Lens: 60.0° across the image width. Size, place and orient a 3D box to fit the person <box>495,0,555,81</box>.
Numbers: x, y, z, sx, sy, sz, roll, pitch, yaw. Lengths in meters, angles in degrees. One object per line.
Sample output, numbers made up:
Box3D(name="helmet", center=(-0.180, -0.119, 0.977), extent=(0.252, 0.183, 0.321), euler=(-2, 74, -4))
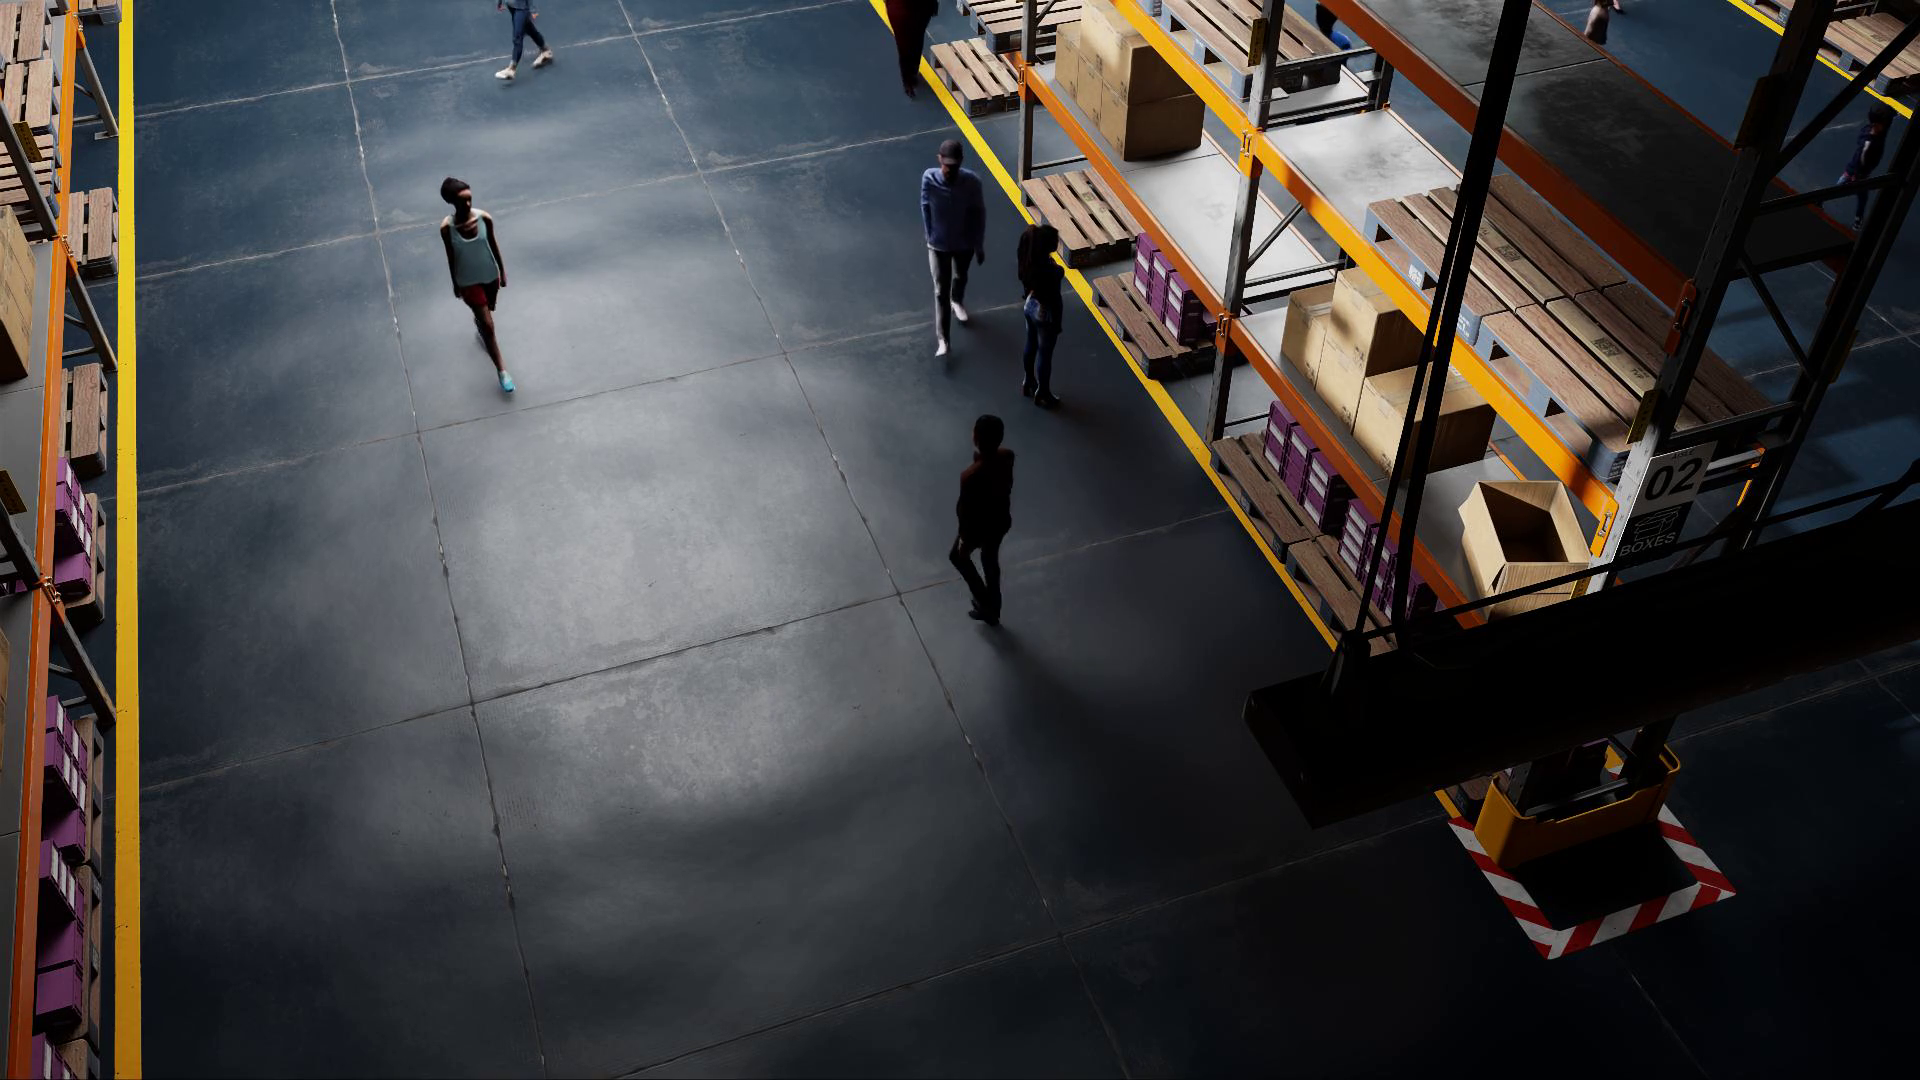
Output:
Box3D(name="person", center=(-4.421, -5.445, 16.892), extent=(1.015, 1.443, 0.923), euler=(34, 53, 30))

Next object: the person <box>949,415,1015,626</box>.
Box3D(name="person", center=(0.225, -0.055, 10.998), extent=(0.766, 1.767, 0.760), euler=(-33, 52, -30))

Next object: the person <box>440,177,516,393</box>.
Box3D(name="person", center=(-3.833, -2.096, 13.172), extent=(0.739, 1.724, 1.243), euler=(-23, 48, -23))

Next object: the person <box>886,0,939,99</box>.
Box3D(name="person", center=(-0.535, -5.339, 16.564), extent=(0.702, 1.741, 0.721), euler=(-19, 47, -19))

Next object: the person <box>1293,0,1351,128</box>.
Box3D(name="person", center=(3.235, -3.926, 15.007), extent=(0.711, 1.842, 1.156), euler=(-11, 45, -11))

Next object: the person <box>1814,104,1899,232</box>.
Box3D(name="person", center=(7.992, -3.347, 14.866), extent=(0.682, 1.198, 0.901), euler=(-28, 50, -26))

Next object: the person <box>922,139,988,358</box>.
Box3D(name="person", center=(-0.061, -2.472, 13.487), extent=(0.942, 1.834, 1.231), euler=(-2, 44, -2))

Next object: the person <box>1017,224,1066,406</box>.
Box3D(name="person", center=(0.636, -1.753, 12.890), extent=(0.704, 1.616, 0.541), euler=(-22, 48, -21))
